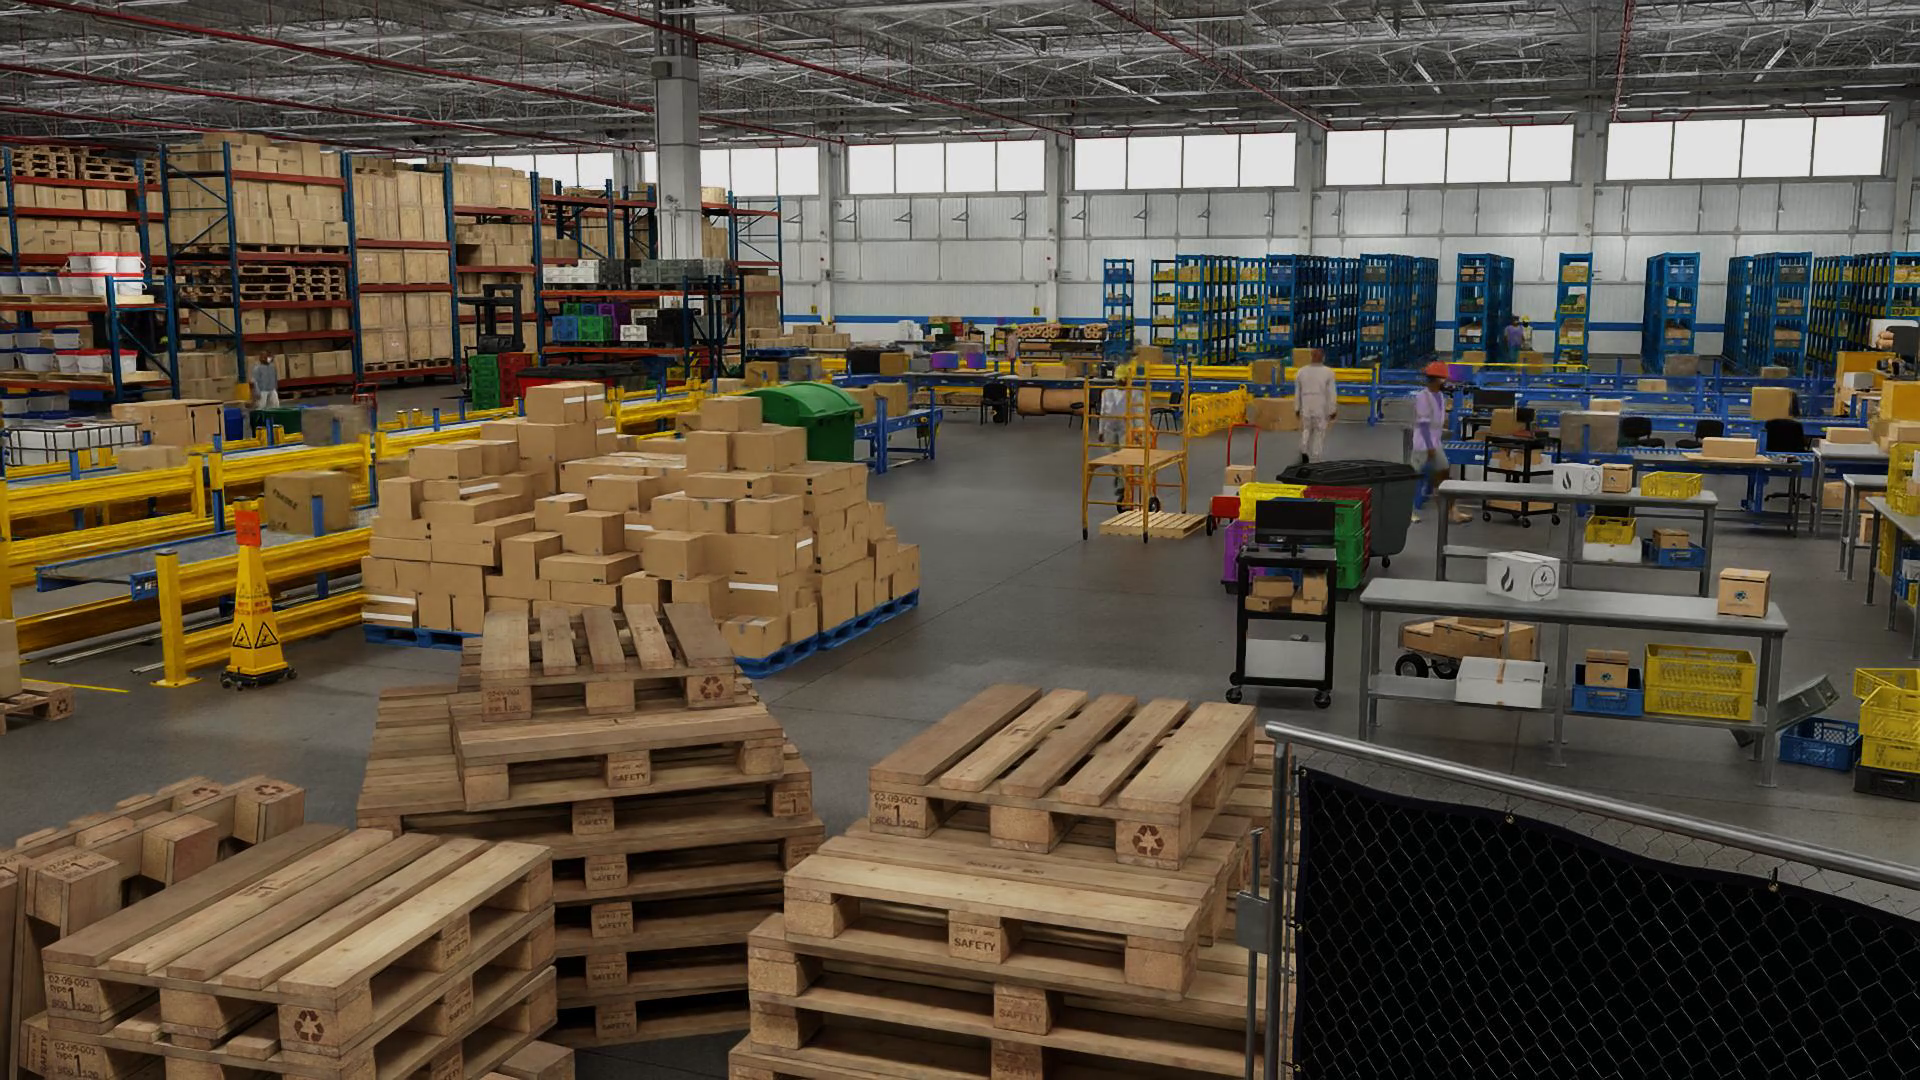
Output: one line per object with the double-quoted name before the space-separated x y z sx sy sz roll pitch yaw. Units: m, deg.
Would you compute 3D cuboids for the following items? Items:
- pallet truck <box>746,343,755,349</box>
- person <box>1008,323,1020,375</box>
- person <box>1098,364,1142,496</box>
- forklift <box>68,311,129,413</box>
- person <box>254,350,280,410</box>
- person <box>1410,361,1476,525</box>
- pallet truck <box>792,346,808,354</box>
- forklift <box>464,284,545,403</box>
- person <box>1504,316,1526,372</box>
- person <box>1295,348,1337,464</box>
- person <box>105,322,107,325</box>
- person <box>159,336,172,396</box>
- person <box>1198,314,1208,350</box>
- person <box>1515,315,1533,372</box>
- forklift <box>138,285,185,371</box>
"pallet truck" -6.183 -4.618 44.264 1.601 1.201 0.680 -9 12 -43
"person" 1.487 -4.955 44.716 0.363 1.751 0.550 5 10 29
"person" 2.225 -1.530 23.025 0.605 1.814 0.543 4 10 25
"forklift" -18.470 -4.175 36.302 1.873 2.768 1.129 3 10 20
"person" -13.179 -2.817 31.771 0.845 1.589 0.527 6 11 35
"person" 5.767 -1.153 20.107 0.628 1.991 1.024 -9 13 -44
"pallet truck" -3.705 -4.298 42.022 0.653 1.274 1.630 3 10 20
"forklift" -10.832 -4.702 39.610 1.129 2.768 1.873 3 10 20
"person" 16.528 -5.751 49.509 0.553 1.814 0.578 -2 9 -11
"person" 5.646 -2.092 26.317 0.667 1.889 0.430 6 11 31
"person" -21.192 -4.474 41.327 0.665 1.865 0.965 8 12 40
"person" -16.722 -3.431 35.172 0.374 1.734 0.551 -3 9 -17
"person" 7.486 -6.143 51.543 0.838 1.969 0.652 1 9 5
"person" 16.953 -5.835 50.004 0.596 1.831 0.403 -2 9 -11
"forklift" -17.480 -4.200 36.461 1.873 2.768 1.129 3 10 19
